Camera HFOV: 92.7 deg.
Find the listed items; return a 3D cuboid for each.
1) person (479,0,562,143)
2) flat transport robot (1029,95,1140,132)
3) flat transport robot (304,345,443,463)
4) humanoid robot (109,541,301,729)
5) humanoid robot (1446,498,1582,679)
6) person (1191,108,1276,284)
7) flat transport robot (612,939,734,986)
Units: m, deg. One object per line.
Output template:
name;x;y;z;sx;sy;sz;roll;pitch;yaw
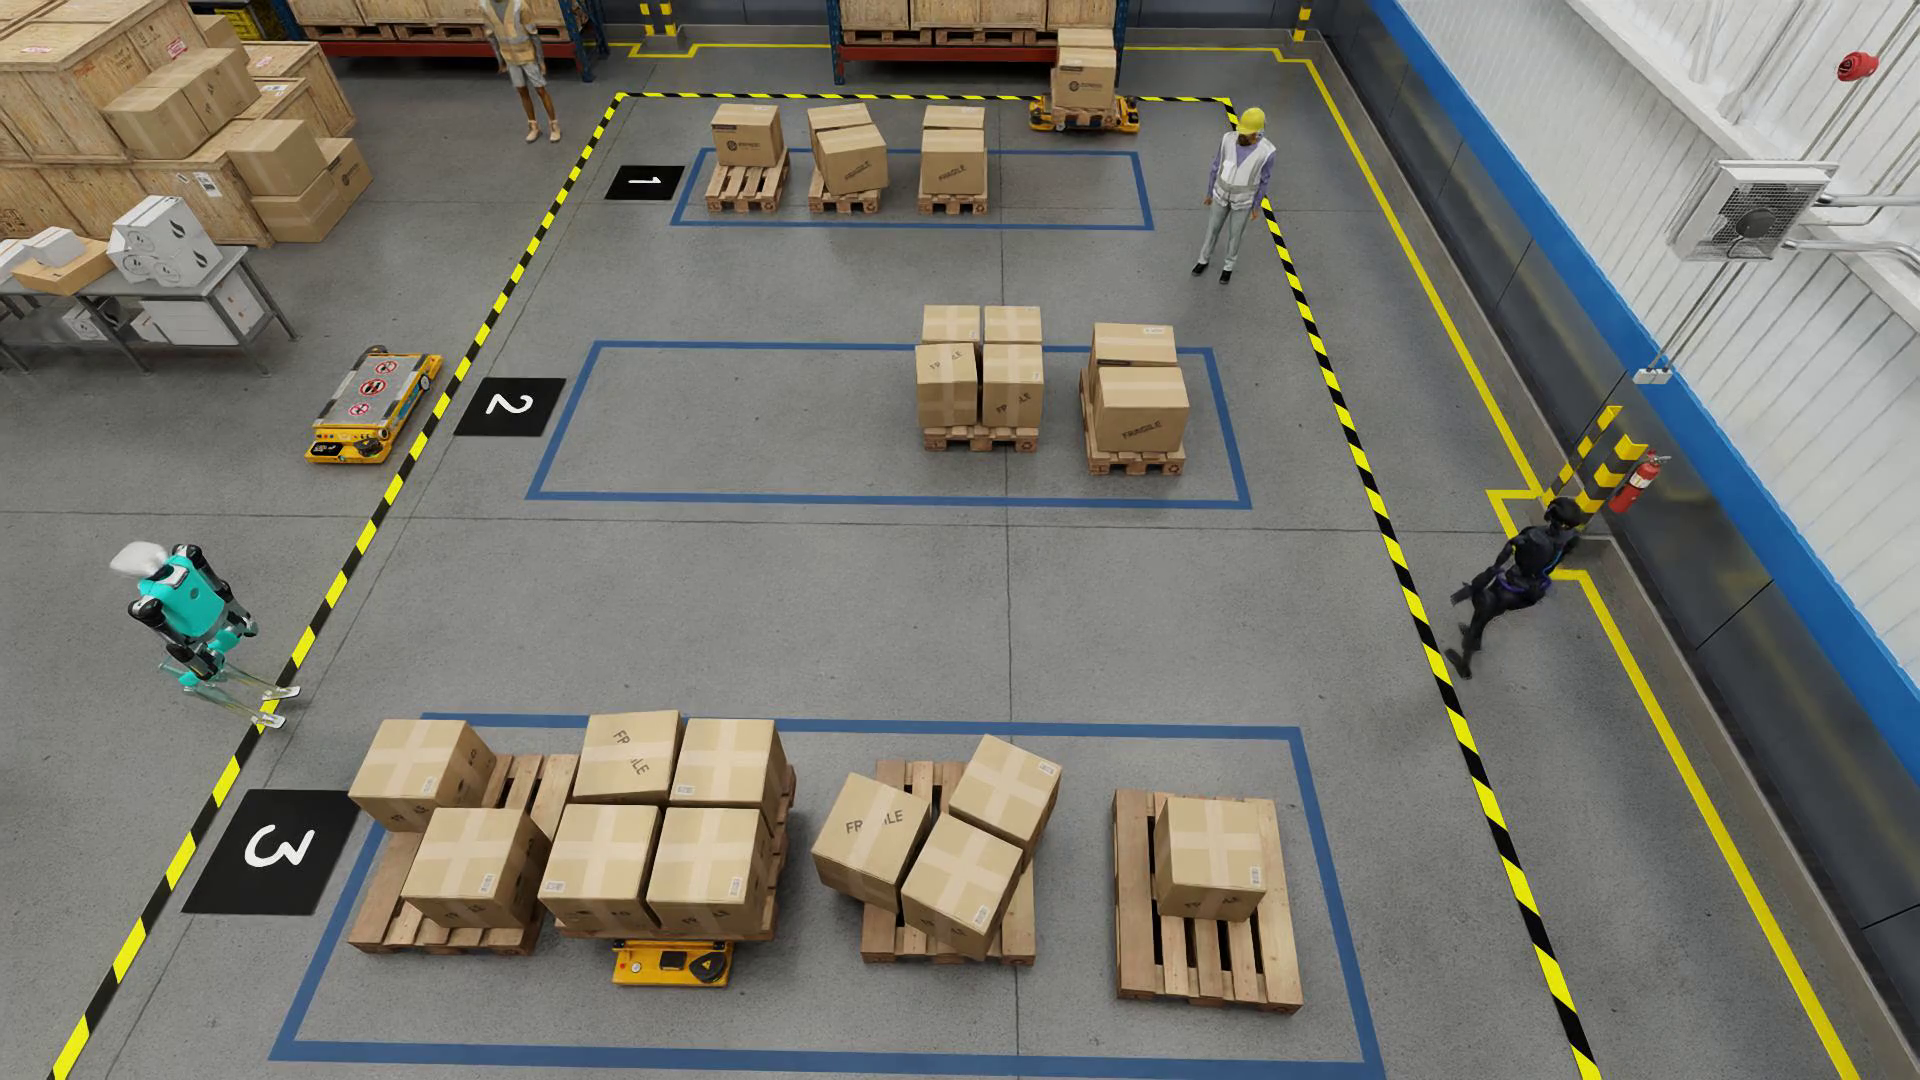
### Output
person;-5.378;-5.882;11.191;0.606;2.033;0.400;3;50;2
flat transport robot;1.641;-5.677;12.152;1.431;0.197;0.652;2;50;1
flat transport robot;-5.383;-1.269;8.441;0.659;0.231;1.431;1;50;1
humanoid robot;-4.869;0.622;5.794;0.735;1.672;0.533;1;50;1
humanoid robot;3.673;0.314;6.183;0.602;1.647;0.449;-8;50;-7
person;2.768;-3.468;9.282;0.586;1.824;0.404;24;54;19
flat transport robot;-1.659;1.971;5.681;0.652;0.197;1.431;1;50;1
